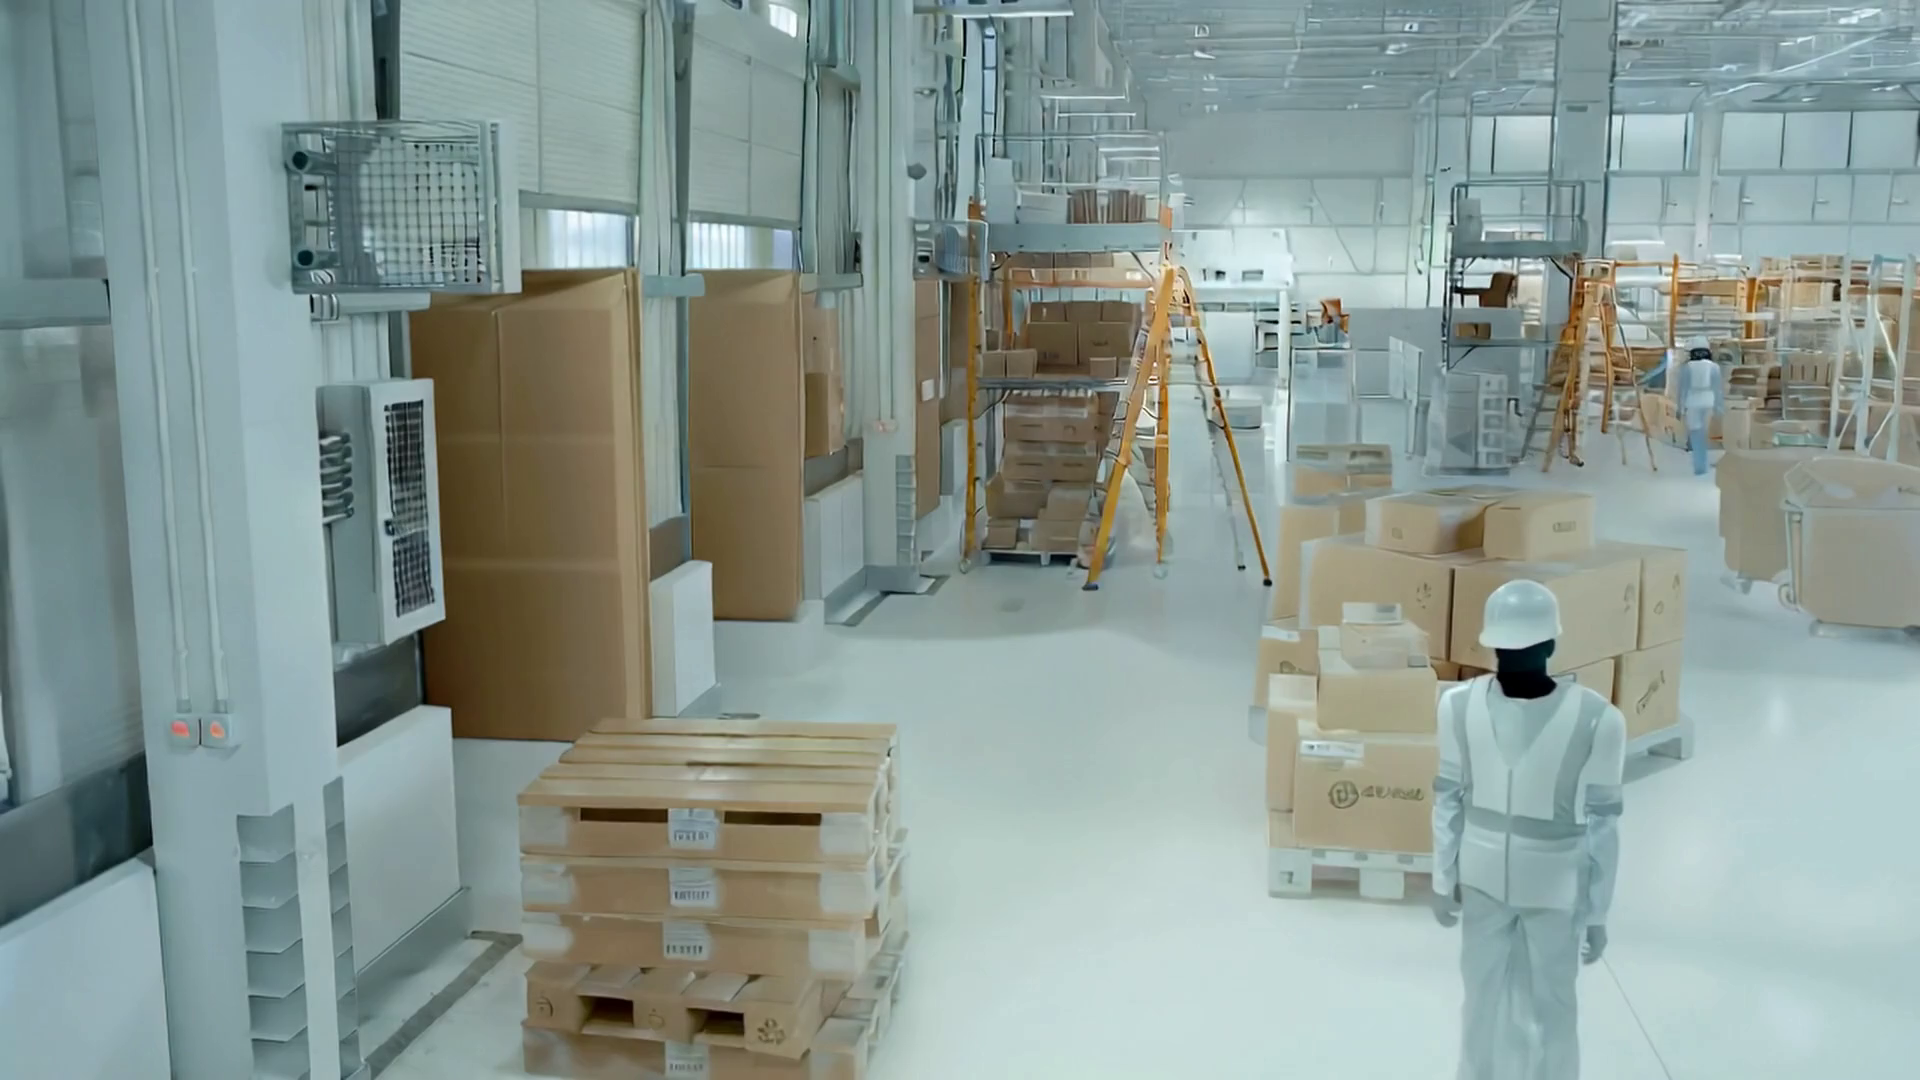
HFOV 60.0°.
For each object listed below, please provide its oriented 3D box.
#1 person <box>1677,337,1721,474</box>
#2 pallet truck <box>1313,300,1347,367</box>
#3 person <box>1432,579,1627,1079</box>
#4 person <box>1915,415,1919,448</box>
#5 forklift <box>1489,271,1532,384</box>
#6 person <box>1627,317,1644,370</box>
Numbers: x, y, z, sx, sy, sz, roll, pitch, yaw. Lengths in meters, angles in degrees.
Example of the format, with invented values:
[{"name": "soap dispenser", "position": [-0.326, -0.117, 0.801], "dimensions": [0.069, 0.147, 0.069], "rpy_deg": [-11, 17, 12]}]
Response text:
[{"name": "person", "position": [10.422, -1.901, 23.496], "dimensions": [0.572, 1.897, 0.790], "rpy_deg": [2, 10, 15]}, {"name": "pallet truck", "position": [11.159, -6.200, 49.718], "dimensions": [0.823, 1.965, 1.885], "rpy_deg": [4, 10, 26]}, {"name": "person", "position": [1.734, 1.064, 5.168], "dimensions": [0.584, 1.921, 0.394], "rpy_deg": [7, 12, 37]}, {"name": "person", "position": [15.585, -2.333, 26.675], "dimensions": [0.320, 1.739, 0.485], "rpy_deg": [6, 11, 35]}, {"name": "forklift", "position": [13.422, -5.322, 41.591], "dimensions": [1.873, 2.768, 1.129], "rpy_deg": [1, 9, 9]}, {"name": "person", "position": [17.629, -5.023, 43.429], "dimensions": [0.558, 1.668, 0.709], "rpy_deg": [7, 12, 37]}]
